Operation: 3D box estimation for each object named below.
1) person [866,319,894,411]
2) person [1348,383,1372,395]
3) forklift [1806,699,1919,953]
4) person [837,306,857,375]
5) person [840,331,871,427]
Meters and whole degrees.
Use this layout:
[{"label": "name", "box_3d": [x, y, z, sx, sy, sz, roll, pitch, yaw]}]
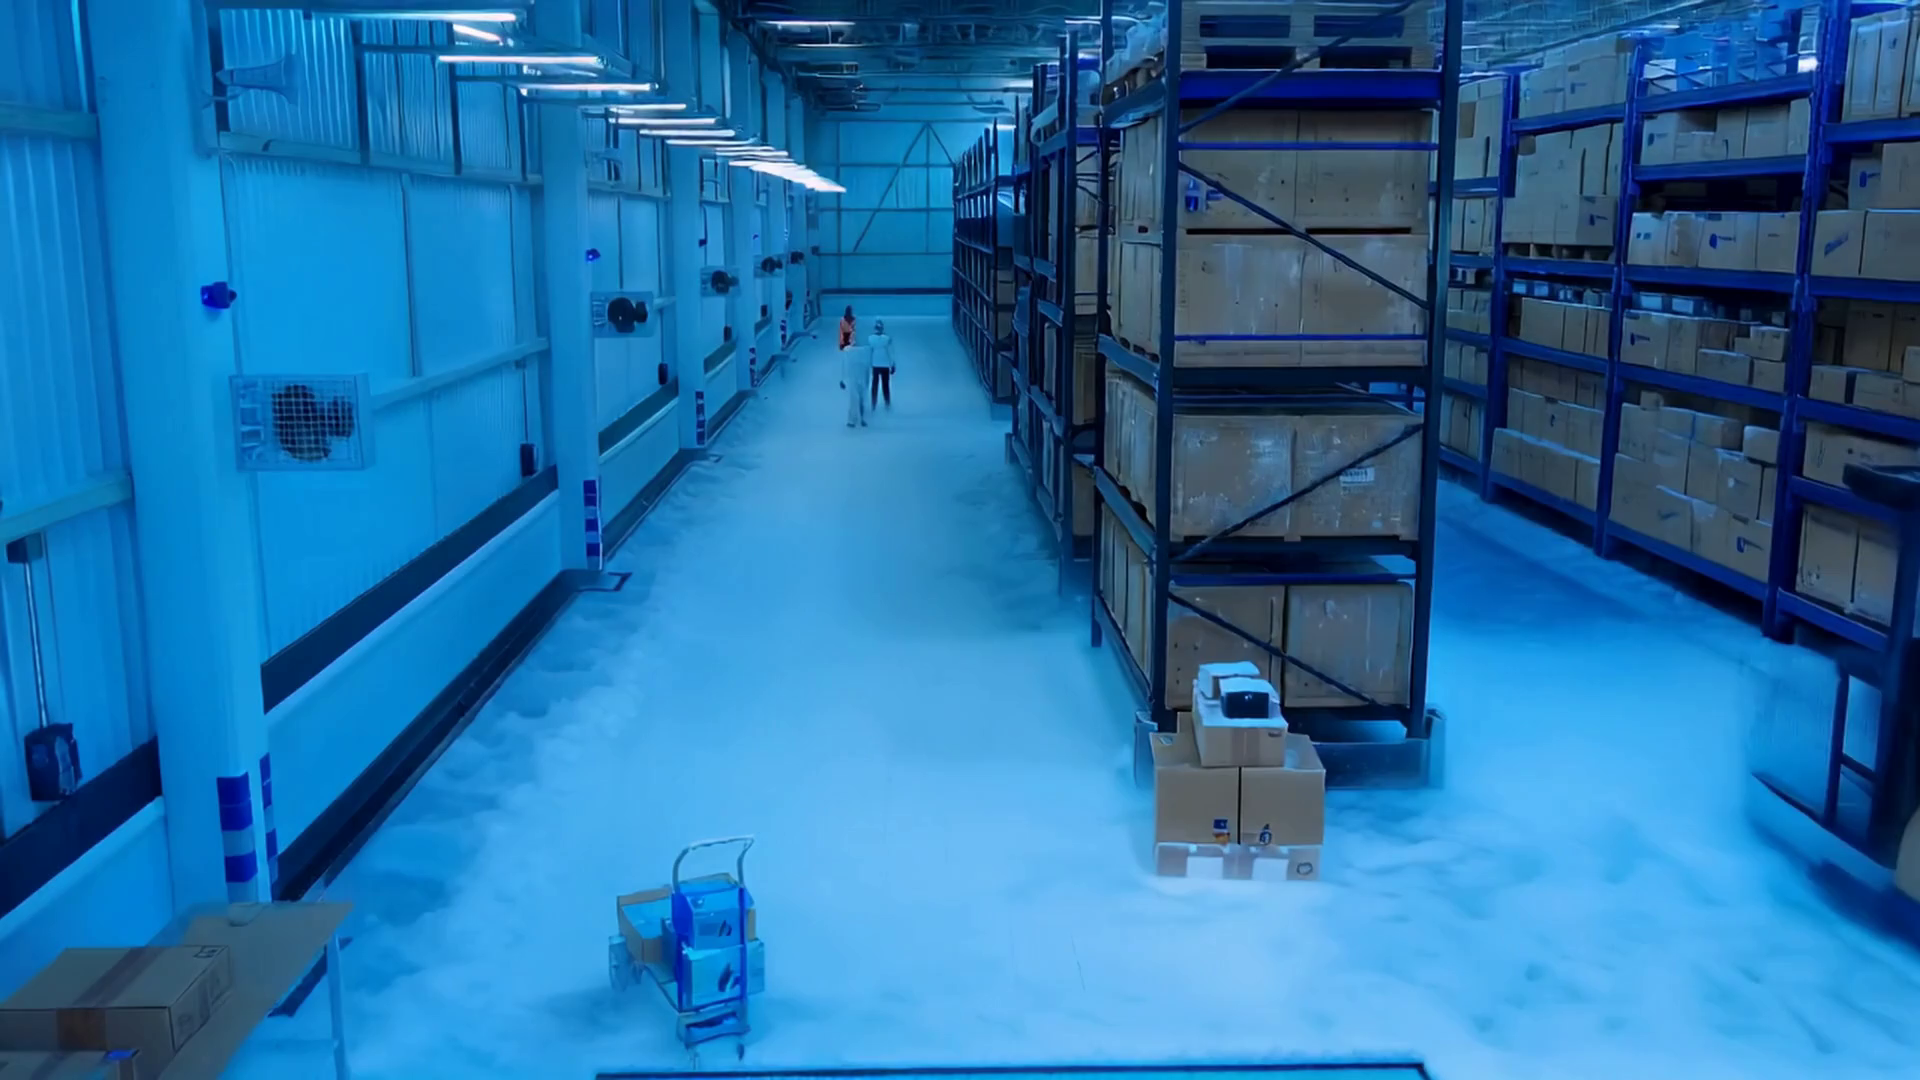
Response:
[{"label": "person", "box_3d": [-1.711, -3.748, 35.691, 0.617, 1.986, 0.408, -3, 11, -14]}, {"label": "person", "box_3d": [5.731, -1.493, 24.210, 0.651, 1.888, 0.713, 3, 11, 14]}, {"label": "forklift", "box_3d": [5.826, 0.905, 9.142, 1.129, 2.768, 1.873, 0, 11, -2]}, {"label": "person", "box_3d": [-2.881, -5.019, 42.502, 0.590, 1.910, 0.387, -8, 14, -37]}, {"label": "person", "box_3d": [-2.087, -3.195, 33.029, 0.638, 1.902, 0.406, -5, 12, -24]}]
